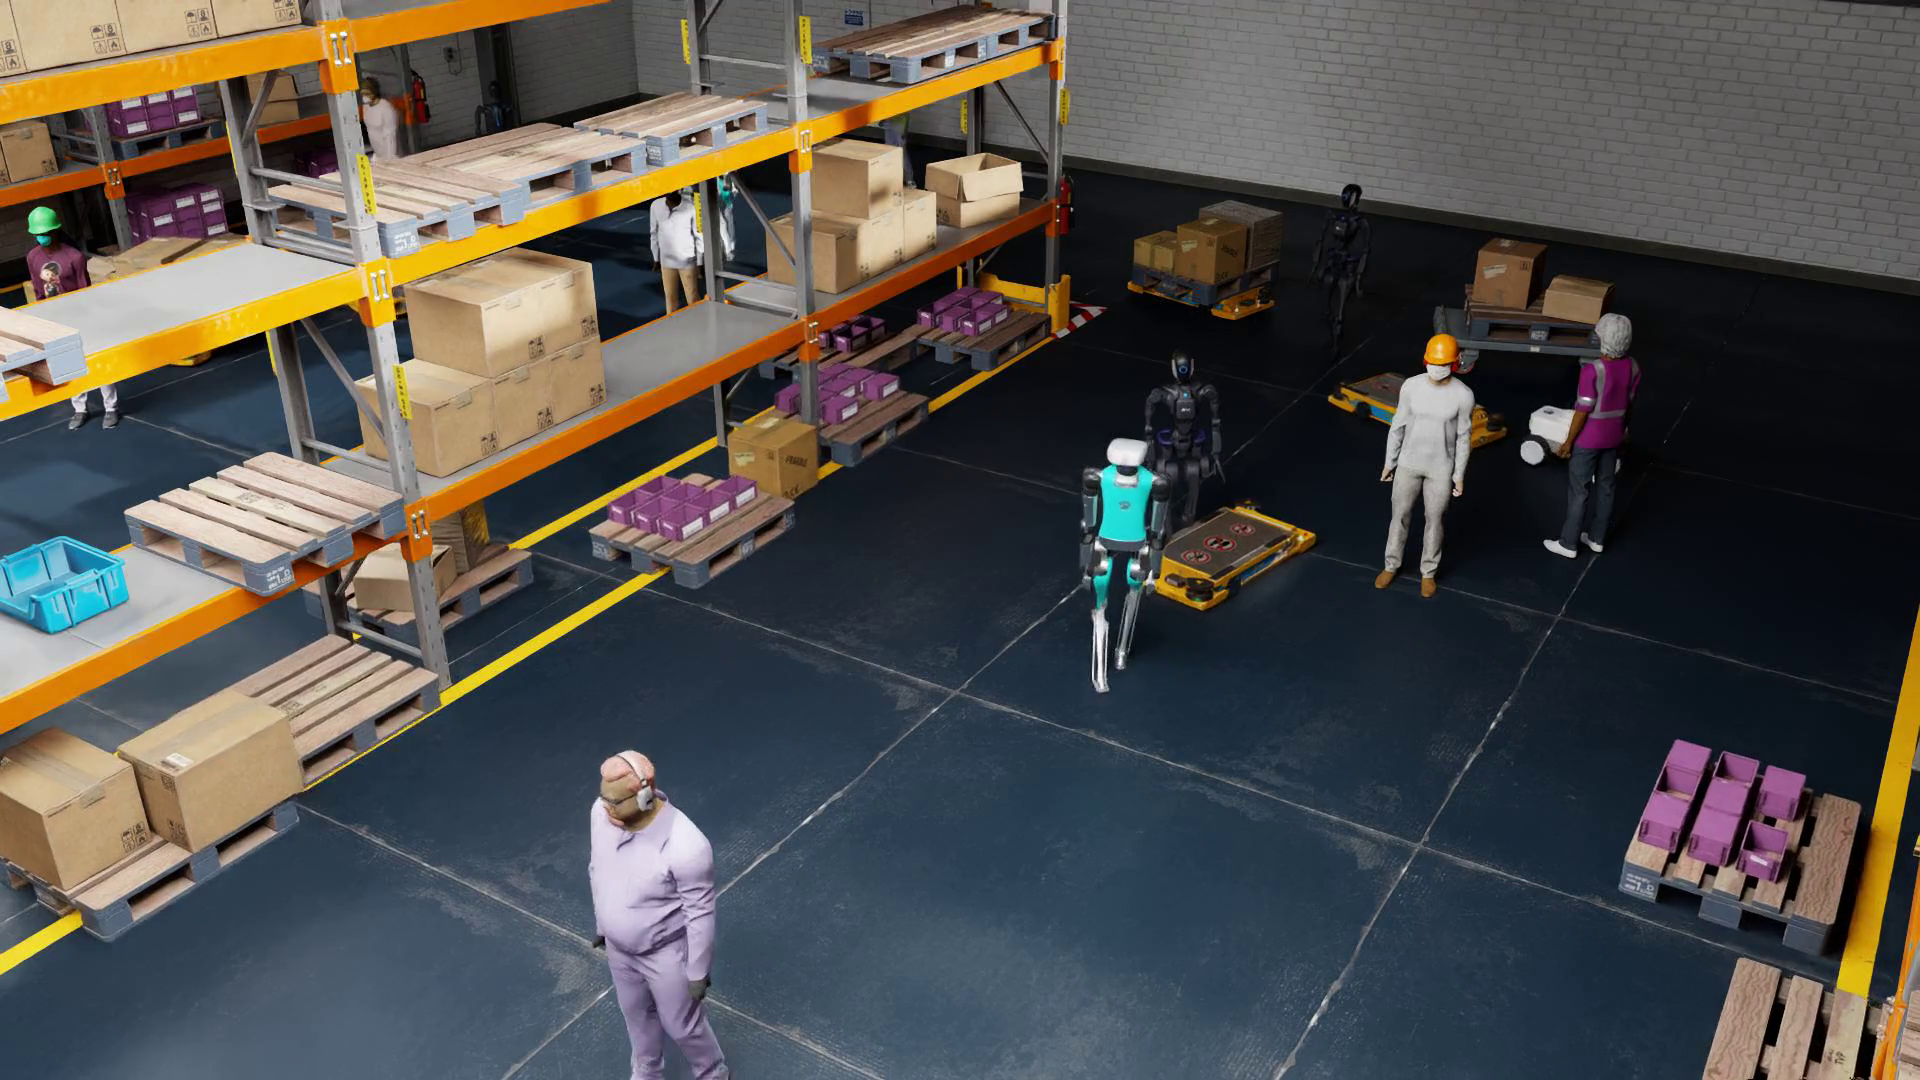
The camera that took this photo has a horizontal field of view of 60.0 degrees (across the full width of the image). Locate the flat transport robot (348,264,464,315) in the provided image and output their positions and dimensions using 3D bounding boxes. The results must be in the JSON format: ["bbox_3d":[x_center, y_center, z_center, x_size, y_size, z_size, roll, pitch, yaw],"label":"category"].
[{"bbox_3d":[-5.541,-2.566,17.253,1.431,0.231,0.659,-20,33,-34],"label":"flat transport robot"}]

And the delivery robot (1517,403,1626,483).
[{"bbox_3d":[4.983,-0.826,13.518,0.801,0.602,0.499,24,35,39],"label":"delivery robot"}]

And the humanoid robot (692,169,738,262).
[{"bbox_3d":[-2.718,-3.971,18.447,0.587,1.787,0.971,-1,27,-2],"label":"humanoid robot"}]

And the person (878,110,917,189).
[{"bbox_3d":[-0.818,-5.250,21.065,0.314,1.611,0.596,-23,35,-37],"label":"person"}]

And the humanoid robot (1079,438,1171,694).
[{"bbox_3d":[1.011,0.091,10.404,0.530,1.757,0.876,3,27,6],"label":"humanoid robot"}]

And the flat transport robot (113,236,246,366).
[{"bbox_3d":[-7.373,-2.029,16.195,0.659,0.231,1.431,4,27,8],"label":"flat transport robot"}]

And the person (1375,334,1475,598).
[{"bbox_3d":[3.197,-0.517,11.423,0.561,1.896,0.352,11,29,21],"label":"person"}]

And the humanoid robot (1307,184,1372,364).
[{"bbox_3d":[3.570,-2.533,15.651,0.601,1.638,0.610,22,34,36],"label":"humanoid robot"}]

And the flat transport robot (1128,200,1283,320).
[{"bbox_3d":[2.504,-2.601,17.323,0.659,0.231,1.431,-24,35,-38],"label":"flat transport robot"}]

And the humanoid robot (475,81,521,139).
[{"bbox_3d":[-5.482,-4.645,19.824,0.585,1.632,0.711,-7,28,-14],"label":"humanoid robot"}]

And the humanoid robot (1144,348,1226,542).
[{"bbox_3d":[1.595,-0.567,11.791,0.605,1.642,0.614,-2,27,-5],"label":"humanoid robot"}]

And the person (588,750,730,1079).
[{"bbox_3d":[-1.303,1.708,7.060,0.656,1.920,0.480,18,32,32],"label":"person"}]

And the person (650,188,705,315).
[{"bbox_3d":[-2.686,-2.672,15.821,0.562,1.752,0.332,9,28,17],"label":"person"}]

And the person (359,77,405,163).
[{"bbox_3d":[-6.489,-4.370,19.038,0.639,1.891,1.009,20,33,34],"label":"person"}]

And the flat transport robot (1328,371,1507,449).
[{"bbox_3d":[3.949,-1.120,14.405,0.659,0.231,1.431,-18,32,-31],"label":"flat transport robot"}]

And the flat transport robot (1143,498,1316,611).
[{"bbox_3d":[1.910,0.091,12.018,0.659,0.231,1.431,23,35,38],"label":"flat transport robot"}]

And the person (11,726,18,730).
[{"bbox_3d":[-5.975,0.414,9.736,0.319,1.755,0.562,14,30,25],"label":"person"}]

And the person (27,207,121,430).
[{"bbox_3d":[-7.508,-1.872,14.047,0.481,1.944,0.432,1,27,2],"label":"person"}]

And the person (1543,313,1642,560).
[{"bbox_3d":[4.549,-0.738,11.909,0.514,1.848,0.336,-8,28,-16],"label":"person"}]

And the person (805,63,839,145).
[{"bbox_3d":[-1.768,-5.346,21.033,0.631,1.818,0.515,-18,32,-32],"label":"person"}]
